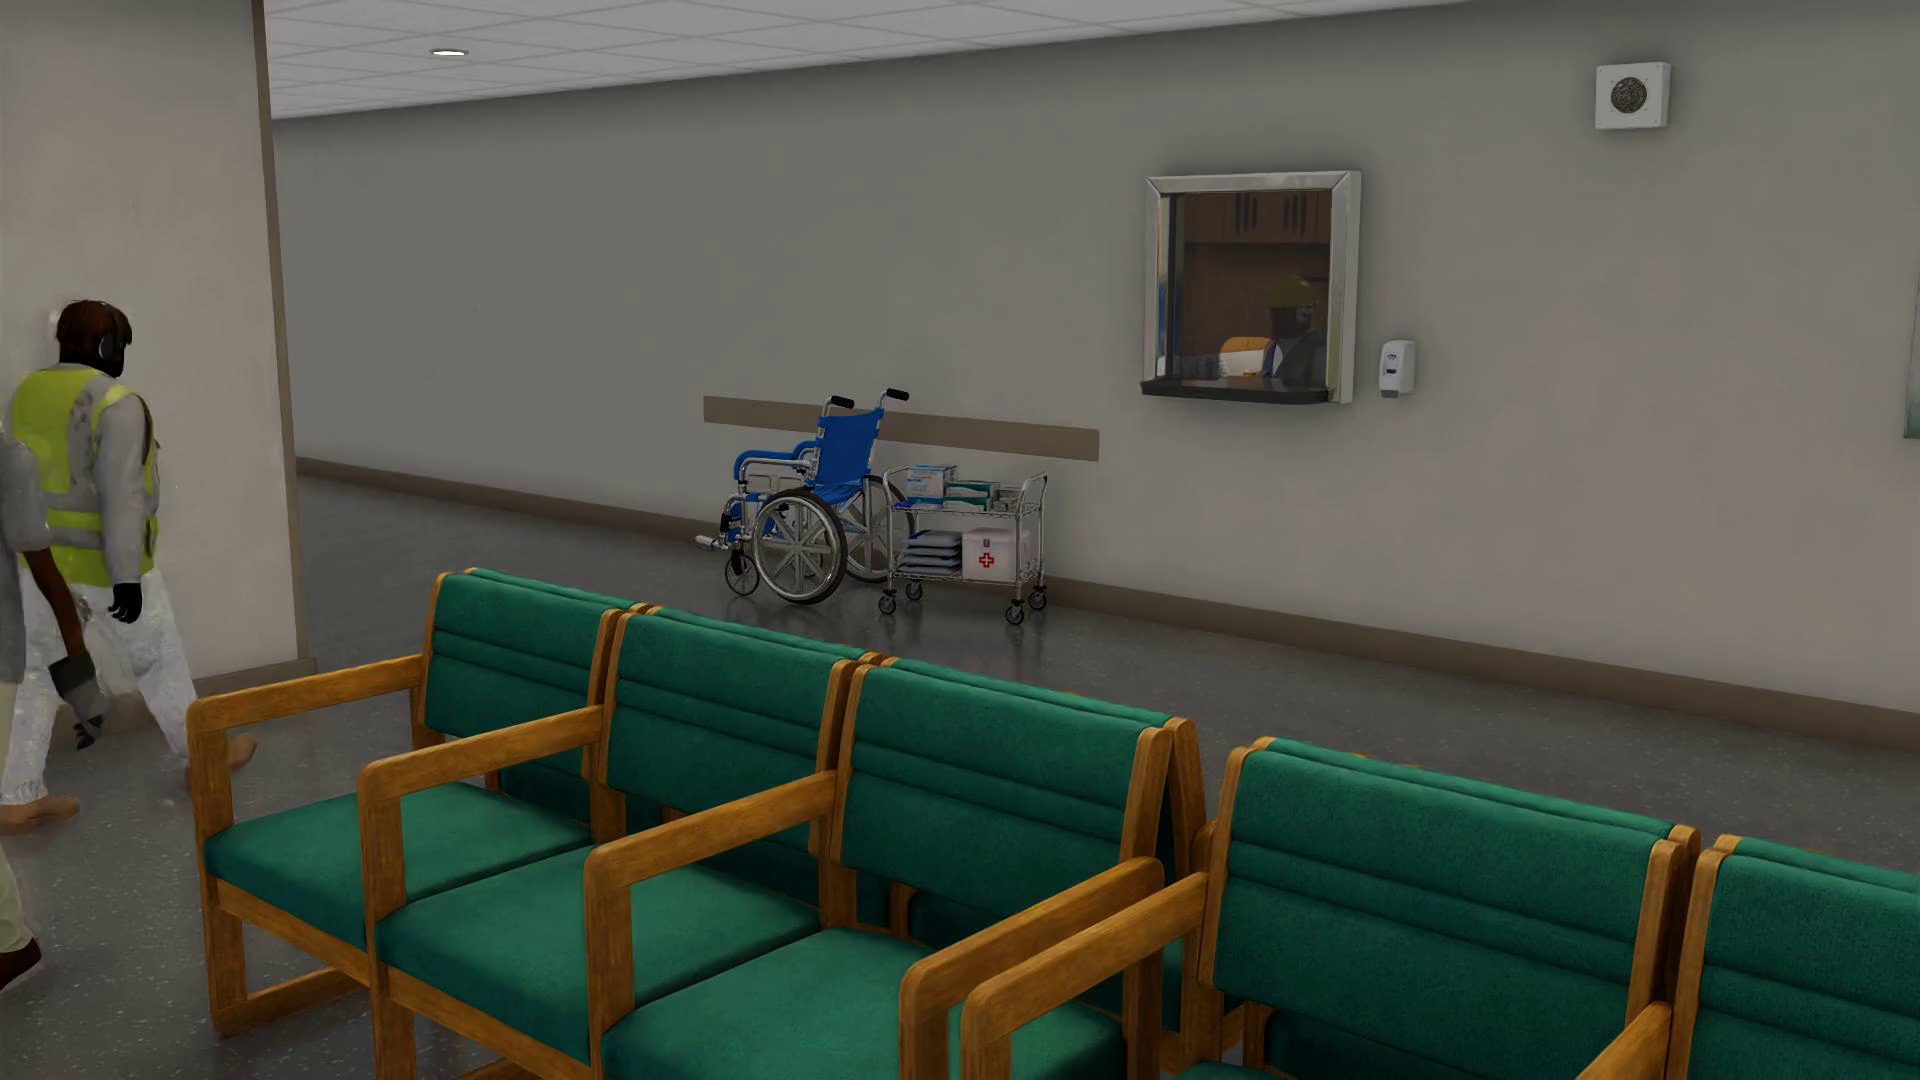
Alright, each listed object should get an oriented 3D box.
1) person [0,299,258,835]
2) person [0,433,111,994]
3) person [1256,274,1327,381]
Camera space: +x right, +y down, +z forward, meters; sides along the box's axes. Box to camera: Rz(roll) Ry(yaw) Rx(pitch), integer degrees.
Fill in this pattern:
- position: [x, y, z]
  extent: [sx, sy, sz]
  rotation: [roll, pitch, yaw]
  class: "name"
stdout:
- position: [-2.953, 0.065, 5.781]
  extent: [0.666, 1.774, 0.975]
  rotation: [4, 11, 23]
  class: "person"
- position: [-2.457, 0.366, 3.975]
  extent: [0.657, 1.810, 0.936]
  rotation: [-1, 10, -3]
  class: "person"
- position: [1.798, -0.517, 8.994]
  extent: [0.404, 1.823, 0.589]
  rotation: [-4, 11, -22]
  class: "person"
